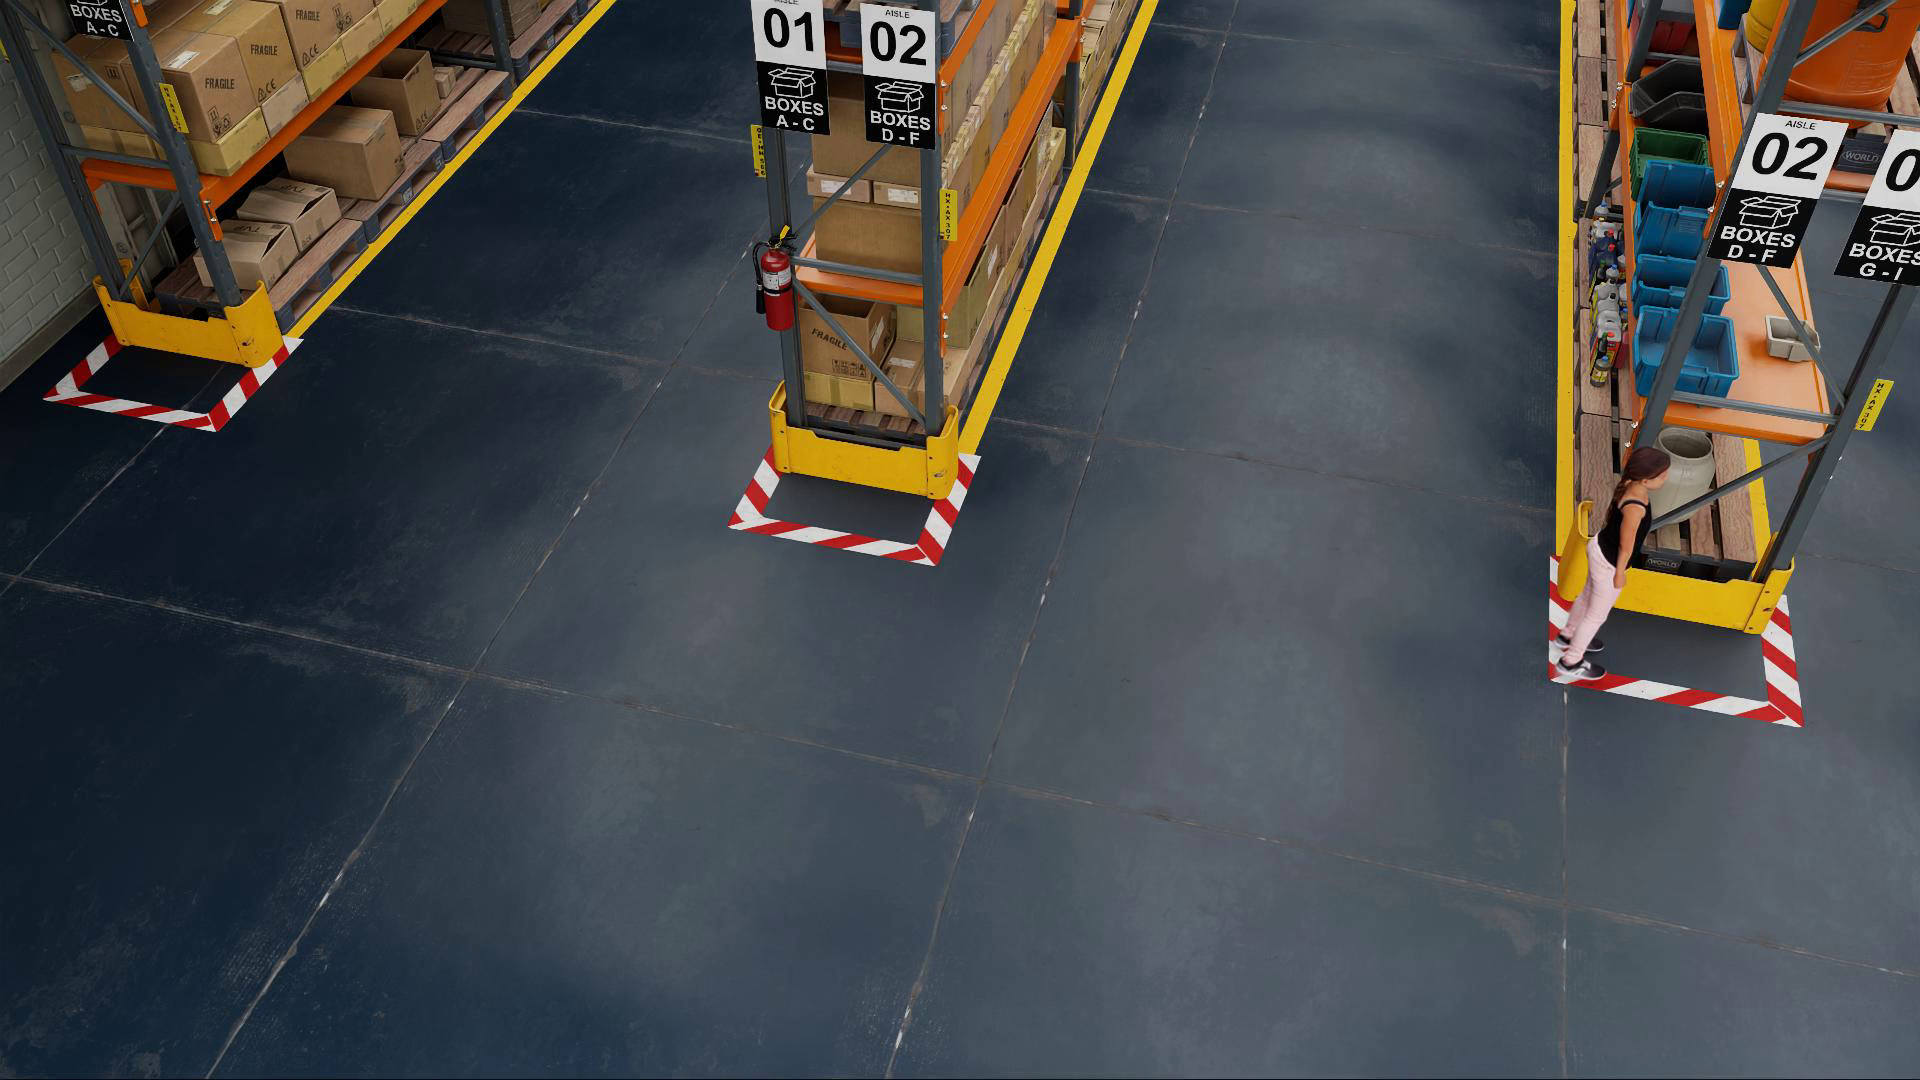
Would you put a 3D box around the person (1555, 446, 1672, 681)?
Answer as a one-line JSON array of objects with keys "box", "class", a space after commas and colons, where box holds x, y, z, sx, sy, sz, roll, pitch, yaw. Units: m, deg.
[{"box": [3.511, 0.105, 8.985, 0.584, 1.563, 0.468, 6, 43, 6], "class": "person"}]
